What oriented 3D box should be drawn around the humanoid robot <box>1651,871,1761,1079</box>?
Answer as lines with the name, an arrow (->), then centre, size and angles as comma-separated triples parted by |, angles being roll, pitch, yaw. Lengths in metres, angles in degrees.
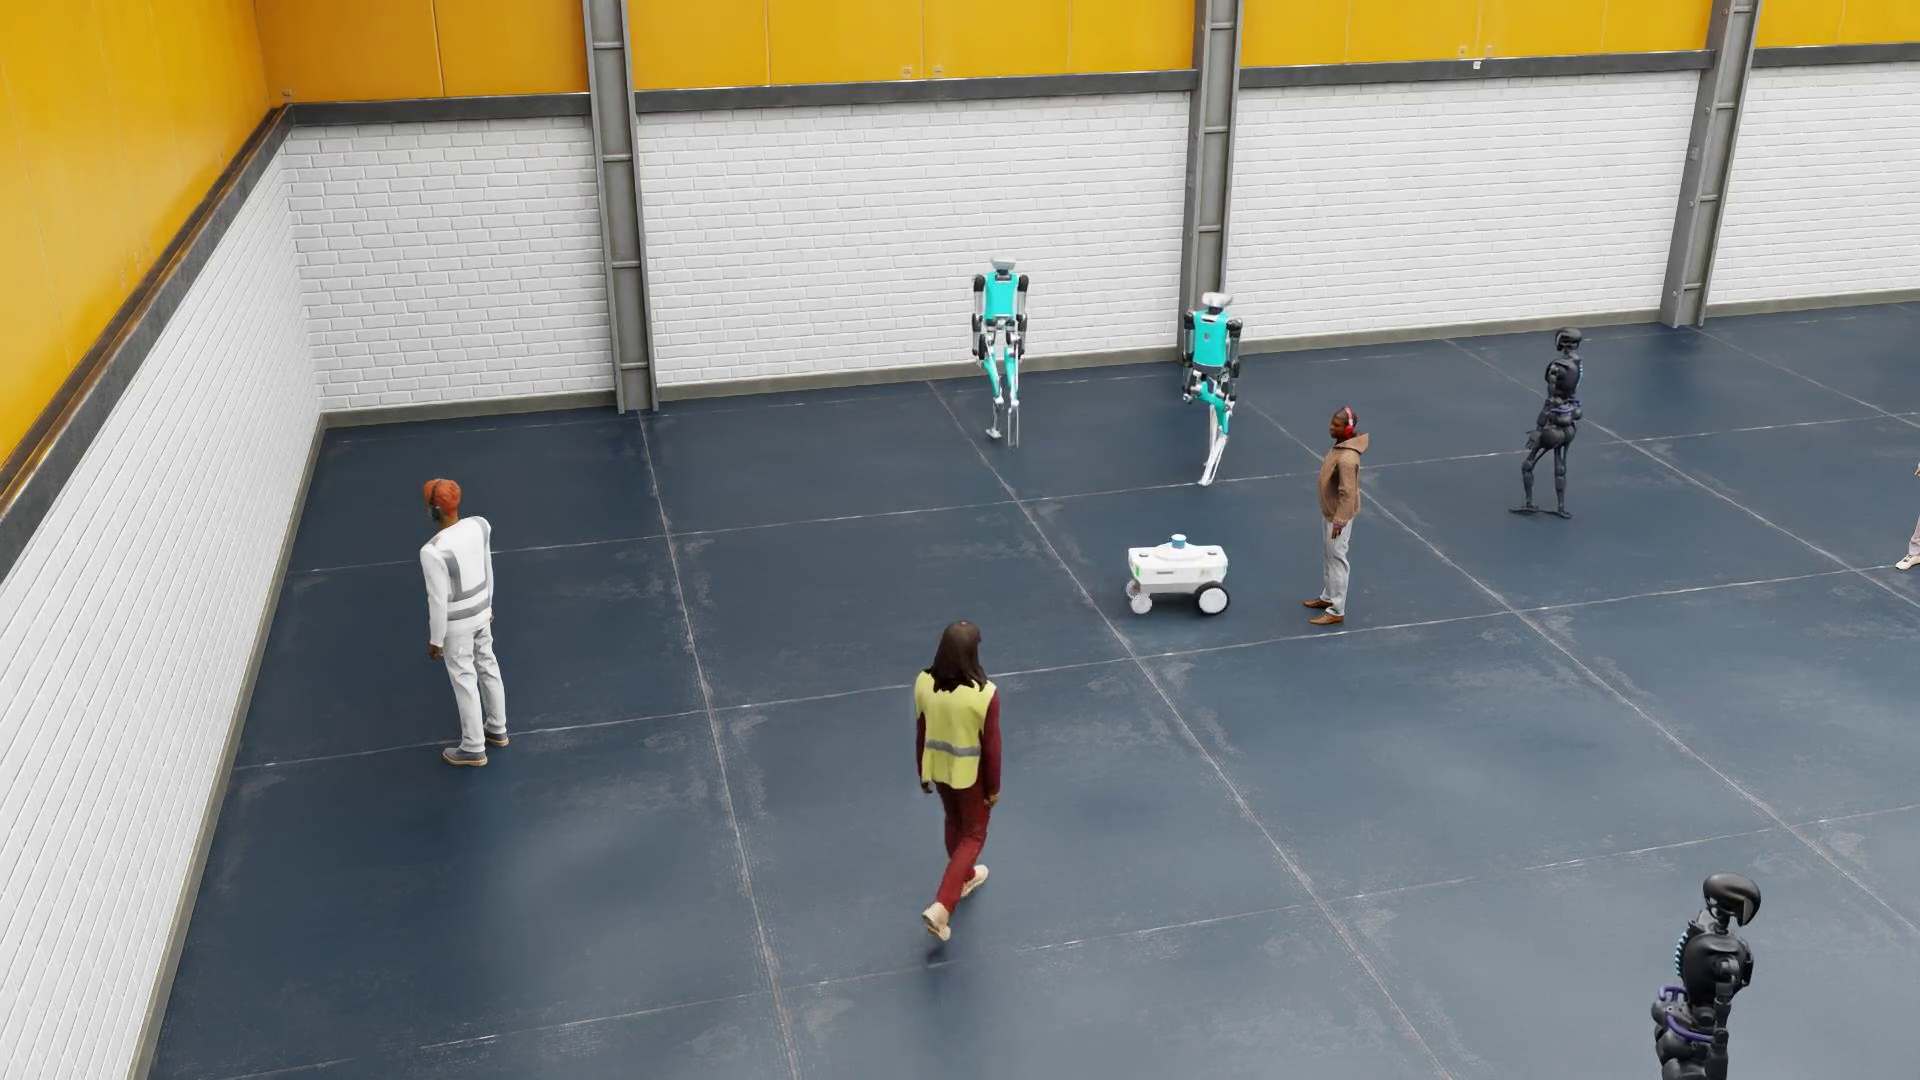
humanoid robot -> 2.969, 2.084, 6.870 | 0.455, 1.645, 0.584 | 4, 24, 10

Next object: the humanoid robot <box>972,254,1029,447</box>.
humanoid robot -> 0.422, -1.655, 15.435 | 0.569, 1.898, 0.779 | -6, 24, -13

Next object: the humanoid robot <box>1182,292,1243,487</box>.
humanoid robot -> 2.258, -1.356, 14.624 | 0.541, 1.768, 0.922 | 14, 28, 29

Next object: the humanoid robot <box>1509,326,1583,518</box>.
humanoid robot -> 4.953, -0.988, 13.862 | 0.494, 1.642, 0.601 | 20, 31, 38

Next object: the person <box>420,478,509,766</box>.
person -> -3.065, 0.501, 10.224 | 0.356, 1.882, 0.572 | 9, 25, 20

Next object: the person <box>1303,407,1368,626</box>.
person -> 2.738, -0.177, 12.041 | 0.326, 1.651, 0.470 | 1, 24, 3

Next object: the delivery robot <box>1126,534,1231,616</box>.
delivery robot -> 1.626, 0.239, 12.433 | 0.750, 0.570, 0.499 | -2, 24, -4

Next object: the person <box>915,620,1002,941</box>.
person -> -0.024, 1.246, 8.703 | 0.476, 1.748, 0.762 | 12, 27, 25

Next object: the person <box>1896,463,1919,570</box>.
person -> 7.618, -0.539, 12.727 | 0.325, 1.765, 0.532 | -21, 31, -39
